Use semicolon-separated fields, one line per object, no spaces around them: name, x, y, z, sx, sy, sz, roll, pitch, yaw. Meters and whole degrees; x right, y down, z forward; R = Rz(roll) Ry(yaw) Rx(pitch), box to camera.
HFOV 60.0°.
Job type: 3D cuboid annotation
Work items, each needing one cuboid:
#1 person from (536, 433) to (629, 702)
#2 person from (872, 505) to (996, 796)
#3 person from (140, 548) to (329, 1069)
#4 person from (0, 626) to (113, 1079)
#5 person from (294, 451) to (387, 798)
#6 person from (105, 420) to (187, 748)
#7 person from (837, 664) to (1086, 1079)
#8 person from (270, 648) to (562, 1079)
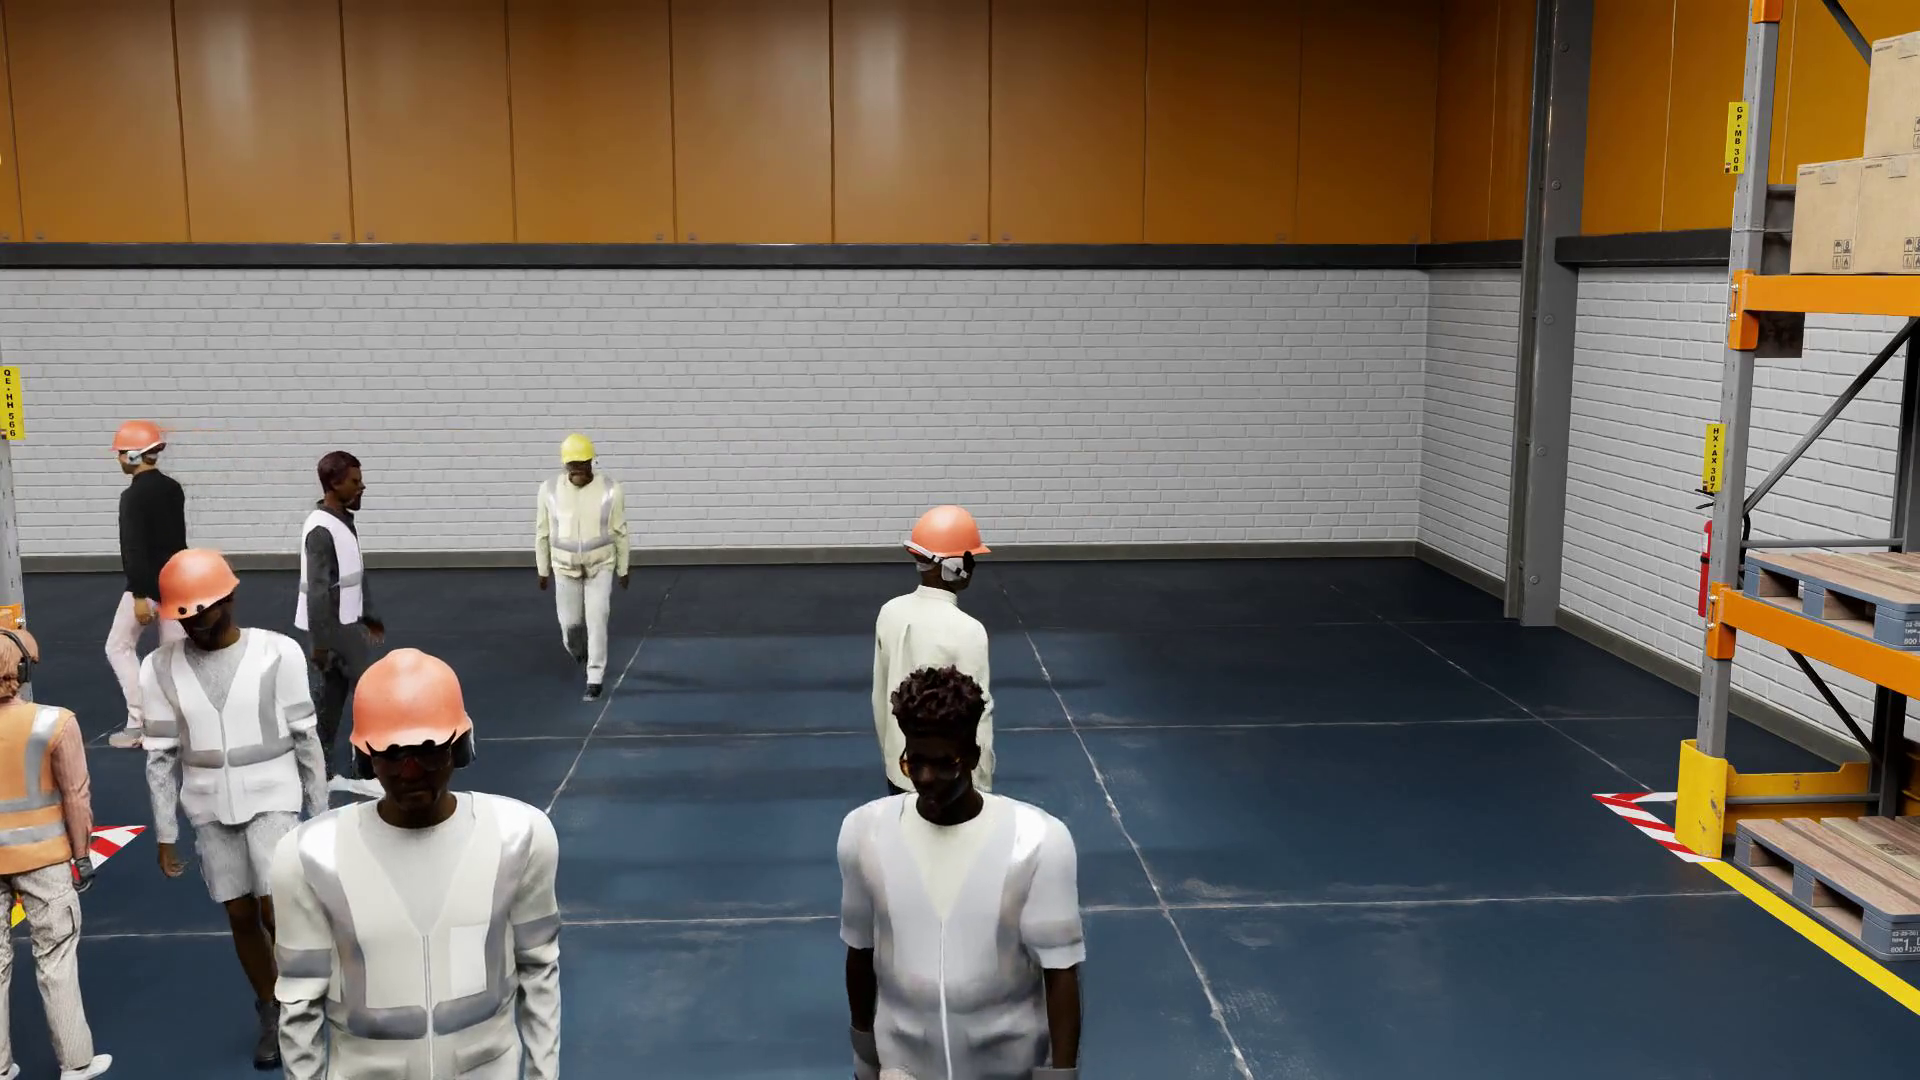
person;-2.545;0.152;11.260;0.611;1.804;0.674;-1;9;-7
person;-0.072;0.860;6.201;0.396;1.993;0.617;-7;11;-38
person;-2.542;0.958;5.856;0.577;1.906;0.503;-2;9;-10
person;-3.249;1.113;5.723;0.514;1.641;0.315;-1;9;-8
person;-3.290;0.464;9.015;0.694;1.897;0.606;-2;9;-15
person;-4.904;0.269;9.974;0.660;1.969;0.639;1;9;5
person;-0.013;1.253;3.949;0.635;1.912;0.977;2;9;10
person;-1.170;1.237;3.684;0.609;2.044;0.394;-4;10;-23
